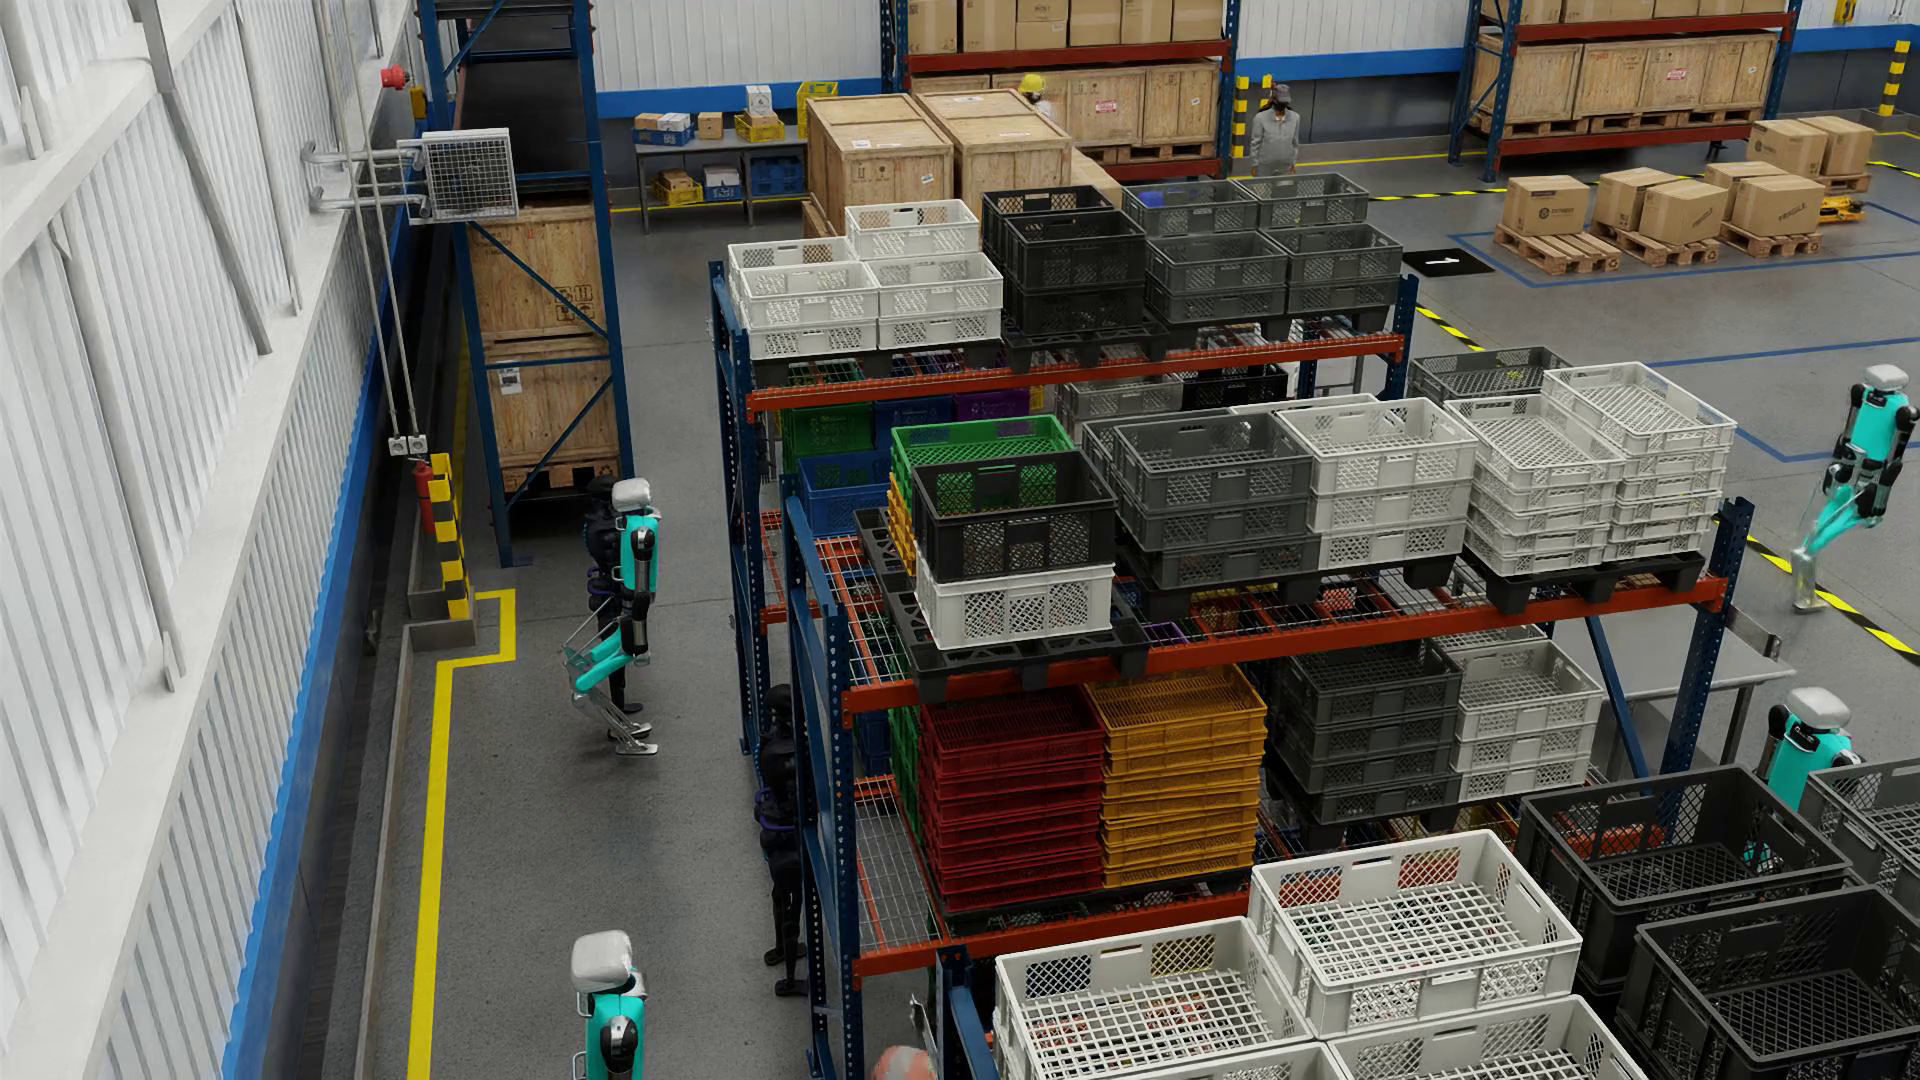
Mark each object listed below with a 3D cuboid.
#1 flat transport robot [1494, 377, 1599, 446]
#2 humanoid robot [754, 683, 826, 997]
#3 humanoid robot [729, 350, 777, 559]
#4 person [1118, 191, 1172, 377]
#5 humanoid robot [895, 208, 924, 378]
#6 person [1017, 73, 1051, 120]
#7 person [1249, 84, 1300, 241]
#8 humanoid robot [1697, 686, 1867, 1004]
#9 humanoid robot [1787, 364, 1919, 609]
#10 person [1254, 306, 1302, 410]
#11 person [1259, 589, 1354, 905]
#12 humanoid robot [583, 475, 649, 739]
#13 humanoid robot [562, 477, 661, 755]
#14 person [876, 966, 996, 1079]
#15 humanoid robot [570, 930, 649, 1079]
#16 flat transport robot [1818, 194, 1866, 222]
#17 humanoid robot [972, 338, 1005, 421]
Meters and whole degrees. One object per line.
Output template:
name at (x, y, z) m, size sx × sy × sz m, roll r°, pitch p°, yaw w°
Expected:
flat transport robot at (4.780, -1.036, 14.013) m, size 0.659 × 0.231 × 1.431 m, roll -6°, pitch 28°, yaw -12°
humanoid robot at (-0.804, 1.393, 7.879) m, size 0.315 × 1.655 × 0.599 m, roll -6°, pitch 28°, yaw -12°
humanoid robot at (-1.480, -0.687, 11.826) m, size 0.315 × 1.655 × 0.599 m, roll -6°, pitch 28°, yaw -12°
person at (1.606, -2.075, 14.197) m, size 0.594 × 1.929 × 0.621 m, roll -20°, pitch 34°, yaw -33°
humanoid robot at (-0.435, -2.128, 14.560) m, size 0.315 × 1.655 × 0.599 m, roll -6°, pitch 28°, yaw -12°
person at (0.868, -4.308, 18.561) m, size 0.530 × 1.810 × 0.607 m, roll 1°, pitch 28°, yaw 1°
person at (3.425, -4.121, 18.255) m, size 0.561 × 1.769 × 0.400 m, roll -7°, pitch 28°, yaw -12°
humanoid robot at (3.555, 1.449, 7.584) m, size 0.735 × 1.673 × 0.533 m, roll -6°, pitch 28°, yaw -12°
humanoid robot at (5.761, -0.233, 11.032) m, size 0.724 × 1.897 × 0.542 m, roll -6°, pitch 28°, yaw -11°
person at (2.396, -1.216, 12.622) m, size 0.356 × 1.884 × 0.574 m, roll -7°, pitch 28°, yaw -12°
person at (1.670, 1.135, 7.993) m, size 0.368 × 2.044 × 0.606 m, roll -7°, pitch 28°, yaw -12°
humanoid robot at (-2.031, 0.371, 9.818) m, size 0.315 × 1.655 × 0.599 m, roll -6°, pitch 28°, yaw -12°
humanoid robot at (-2.017, 0.463, 9.449) m, size 0.735 × 1.677 × 0.533 m, roll -6°, pitch 28°, yaw -12°
person at (-0.025, 2.314, 5.891) m, size 0.607 × 1.925 × 0.997 m, roll 10°, pitch 29°, yaw 18°
humanoid robot at (-1.472, 2.196, 6.162) m, size 0.735 × 1.677 × 0.533 m, roll -6°, pitch 28°, yaw -12°
flat transport robot at (10.002, -4.093, 19.782) m, size 0.652 × 0.197 × 1.431 m, roll -6°, pitch 28°, yaw -12°
humanoid robot at (-0.008, -0.640, 11.541) m, size 0.735 × 1.677 × 0.533 m, roll -6°, pitch 28°, yaw -12°
